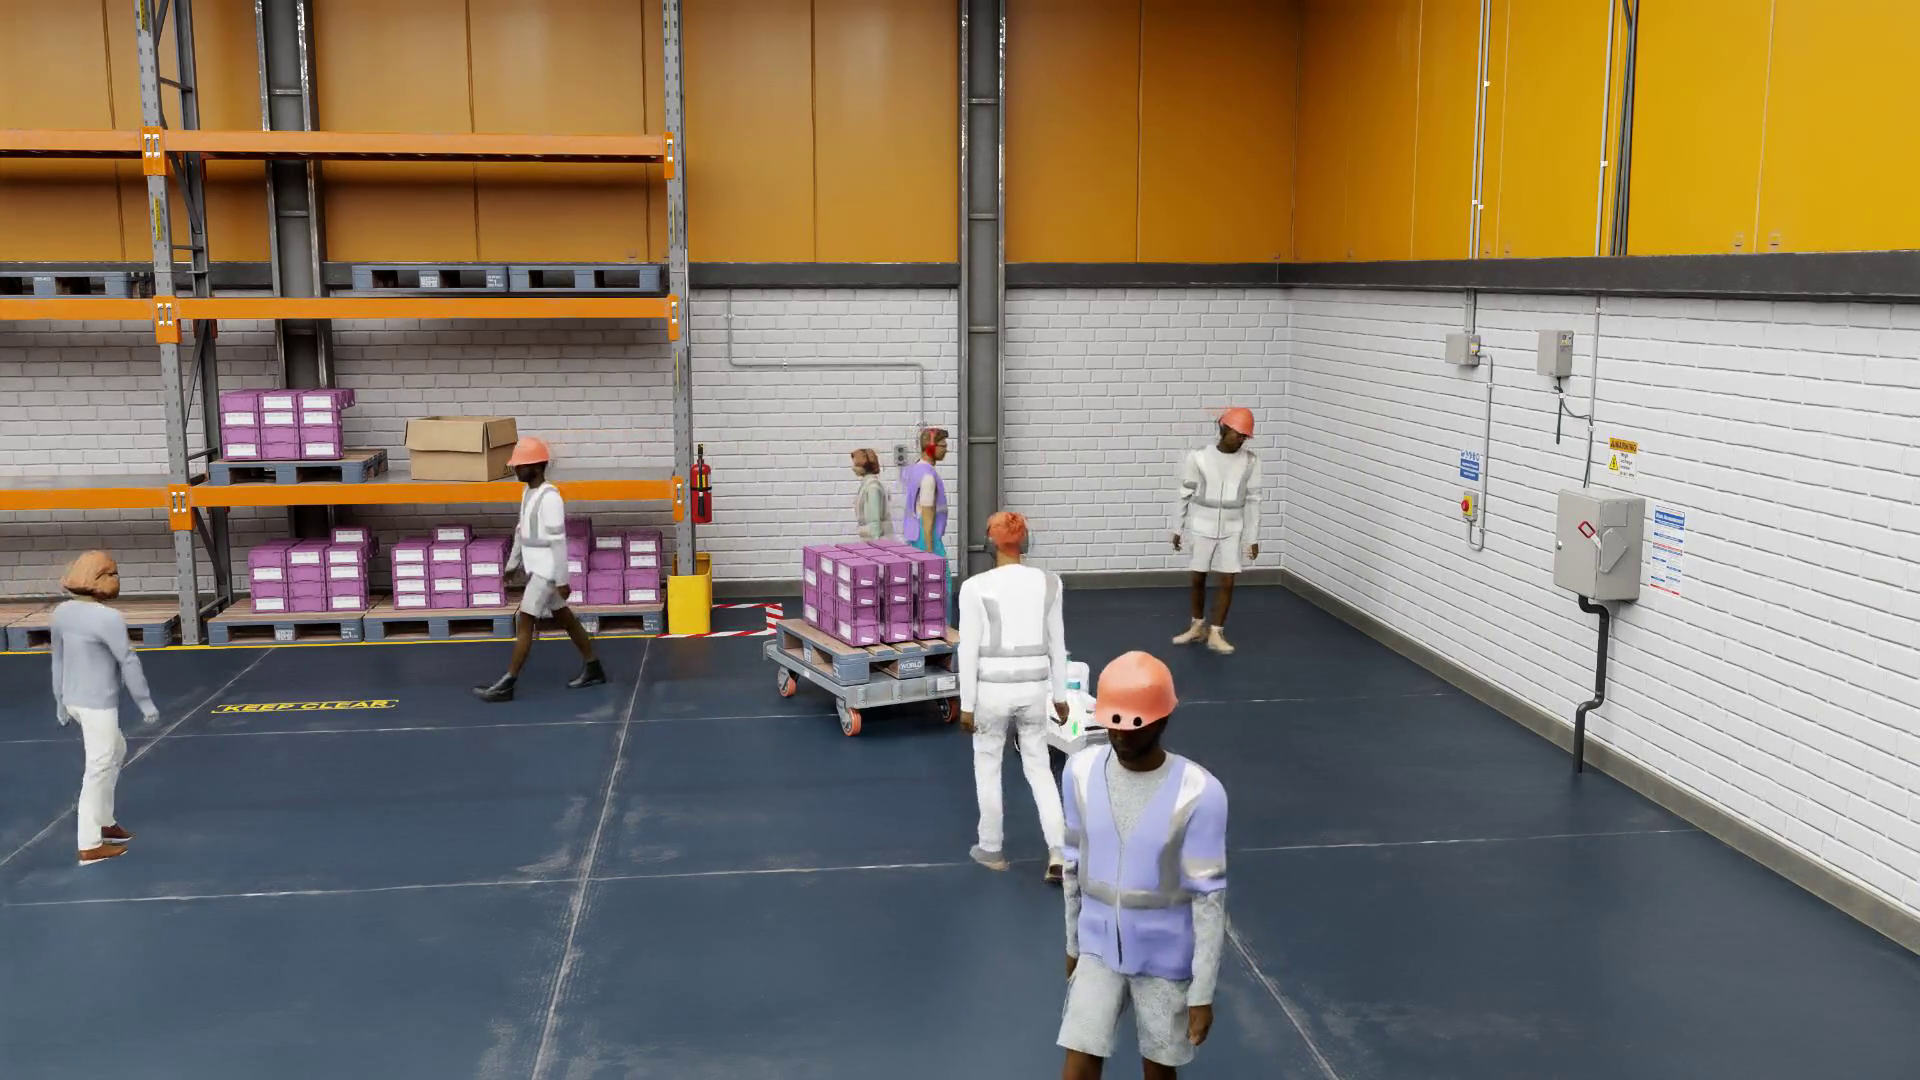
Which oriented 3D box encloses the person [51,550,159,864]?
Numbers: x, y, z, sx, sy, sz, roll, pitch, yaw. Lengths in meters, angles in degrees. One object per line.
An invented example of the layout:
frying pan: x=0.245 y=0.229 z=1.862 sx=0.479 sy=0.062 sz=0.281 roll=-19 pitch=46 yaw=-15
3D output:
person: x=-4.423 y=0.853 z=8.623 sx=0.496 sy=1.613 sz=0.521 roll=6 pitch=11 yaw=32

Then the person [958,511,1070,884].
person: x=0.303 y=0.795 z=8.275 sx=0.606 sy=1.869 sz=0.726 roll=-4 pitch=10 yaw=-23

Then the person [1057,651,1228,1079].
person: x=0.510 y=1.278 z=5.011 sx=0.563 sy=1.915 sz=0.648 roll=5 pitch=10 yaw=29

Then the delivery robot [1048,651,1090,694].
delivery robot: x=0.667 y=0.970 z=10.895 sx=0.477 sy=0.478 sz=0.707 roll=1 pitch=9 yaw=7

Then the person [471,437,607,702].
person: x=-3.002 y=0.198 z=11.902 sx=1.013 sy=1.885 sz=0.562 roll=-5 pitch=10 yaw=-26

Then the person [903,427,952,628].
person: x=-0.289 y=-0.009 z=13.379 sx=0.719 sy=1.815 sz=0.571 roll=-1 pitch=9 yaw=-7

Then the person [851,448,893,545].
person: x=-0.642 y=0.021 z=13.868 sx=0.777 sy=1.601 sz=0.556 roll=-2 pitch=9 yaw=-11

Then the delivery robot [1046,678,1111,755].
delivery robot: x=0.685 y=1.088 z=10.161 sx=0.477 sy=0.478 sz=0.707 roll=-4 pitch=10 yaw=-22

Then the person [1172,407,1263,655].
person: x=2.053 y=-0.081 z=13.305 sx=0.697 sy=1.993 sz=0.648 roll=1 pitch=9 yaw=6
